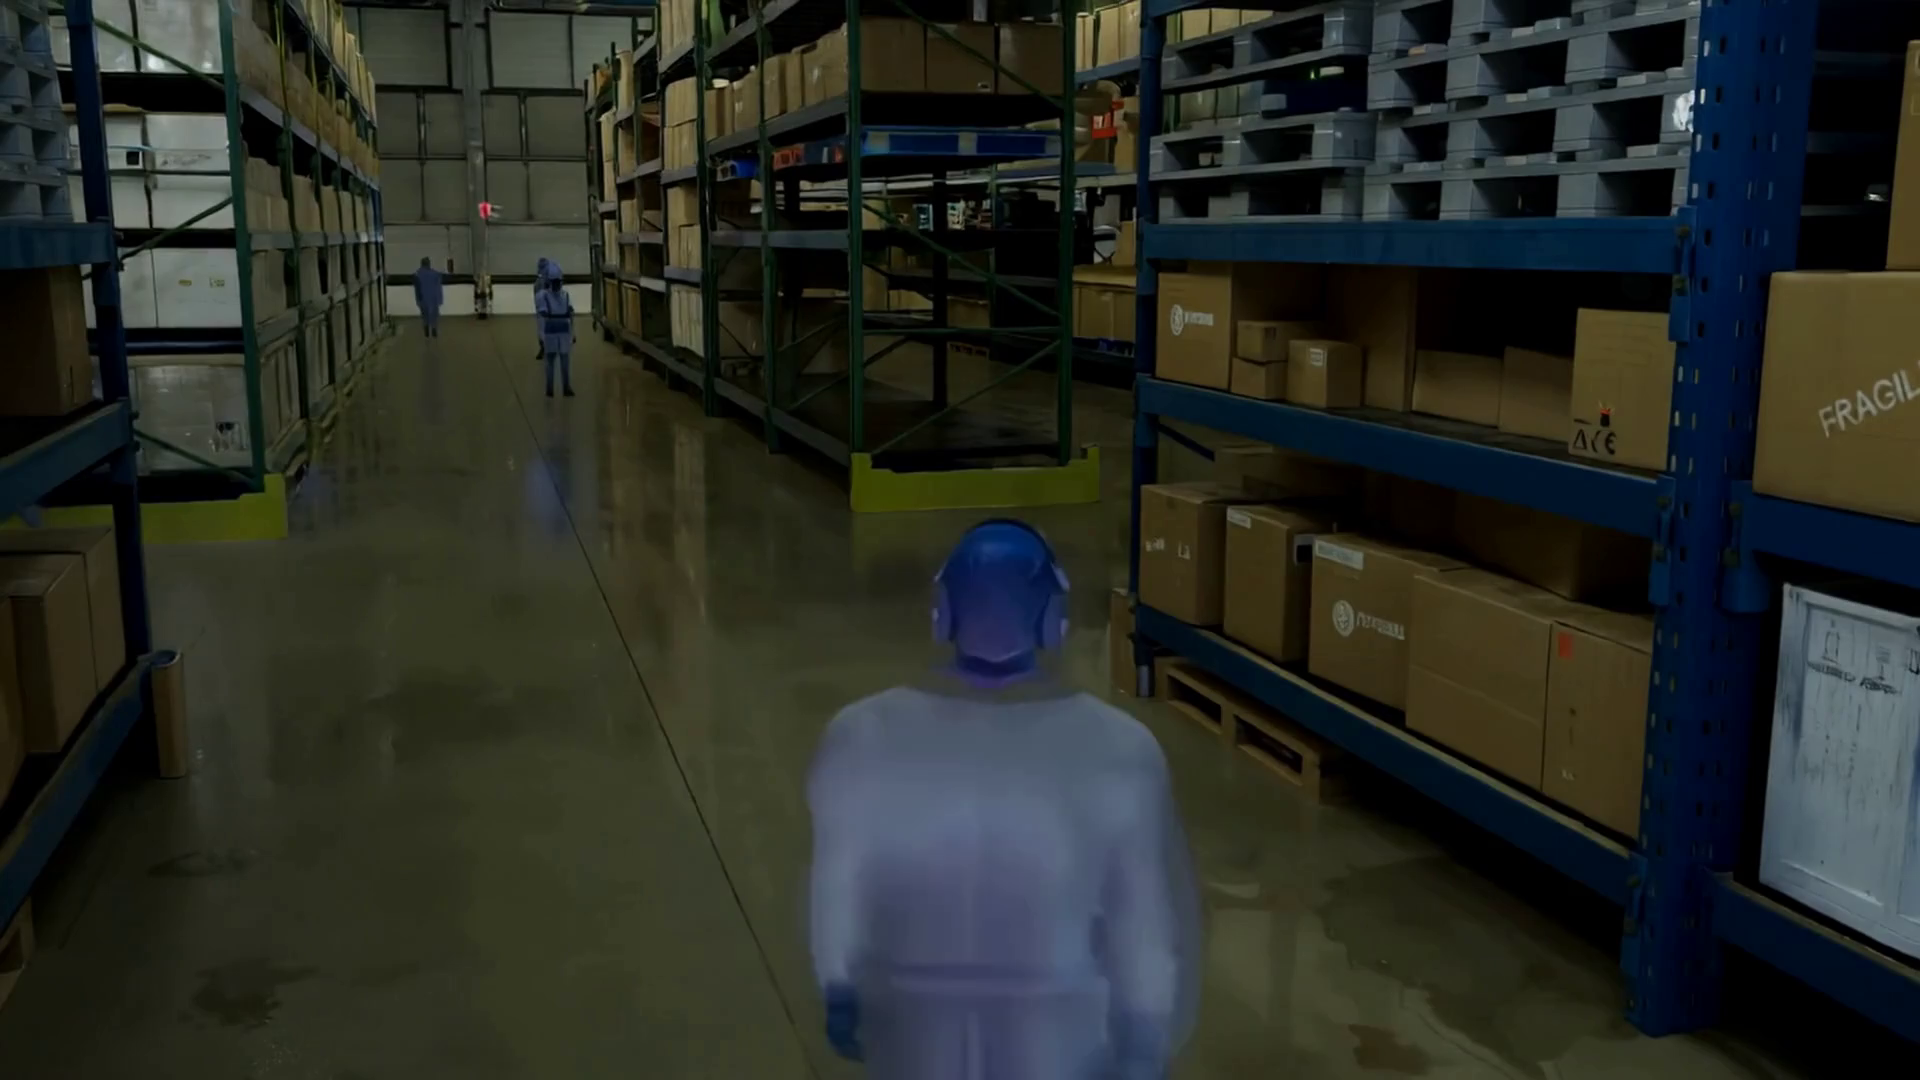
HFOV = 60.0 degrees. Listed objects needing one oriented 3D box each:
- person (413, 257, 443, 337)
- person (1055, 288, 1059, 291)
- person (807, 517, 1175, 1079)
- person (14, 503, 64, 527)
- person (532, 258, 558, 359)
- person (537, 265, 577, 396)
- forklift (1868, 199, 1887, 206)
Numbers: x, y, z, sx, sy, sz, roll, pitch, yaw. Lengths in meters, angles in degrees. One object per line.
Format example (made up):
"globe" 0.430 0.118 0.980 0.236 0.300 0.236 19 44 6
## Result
"person" -12.530 -5.727 39.190 0.641 1.882 0.827 -2 11 -13
"person" 2.447 -6.110 41.175 0.496 1.934 0.620 8 13 39
"person" 0.048 0.875 3.075 0.646 1.863 0.965 0 10 1
"person" -6.939 -0.725 11.811 0.882 1.879 0.637 -2 11 -13
"person" -7.989 -4.451 32.055 0.545 1.939 0.354 3 11 14
"person" -5.961 -3.099 24.643 0.552 1.935 0.366 -4 11 -22
"forklift" 11.338 -2.915 21.052 1.129 2.768 1.873 -3 11 -17
